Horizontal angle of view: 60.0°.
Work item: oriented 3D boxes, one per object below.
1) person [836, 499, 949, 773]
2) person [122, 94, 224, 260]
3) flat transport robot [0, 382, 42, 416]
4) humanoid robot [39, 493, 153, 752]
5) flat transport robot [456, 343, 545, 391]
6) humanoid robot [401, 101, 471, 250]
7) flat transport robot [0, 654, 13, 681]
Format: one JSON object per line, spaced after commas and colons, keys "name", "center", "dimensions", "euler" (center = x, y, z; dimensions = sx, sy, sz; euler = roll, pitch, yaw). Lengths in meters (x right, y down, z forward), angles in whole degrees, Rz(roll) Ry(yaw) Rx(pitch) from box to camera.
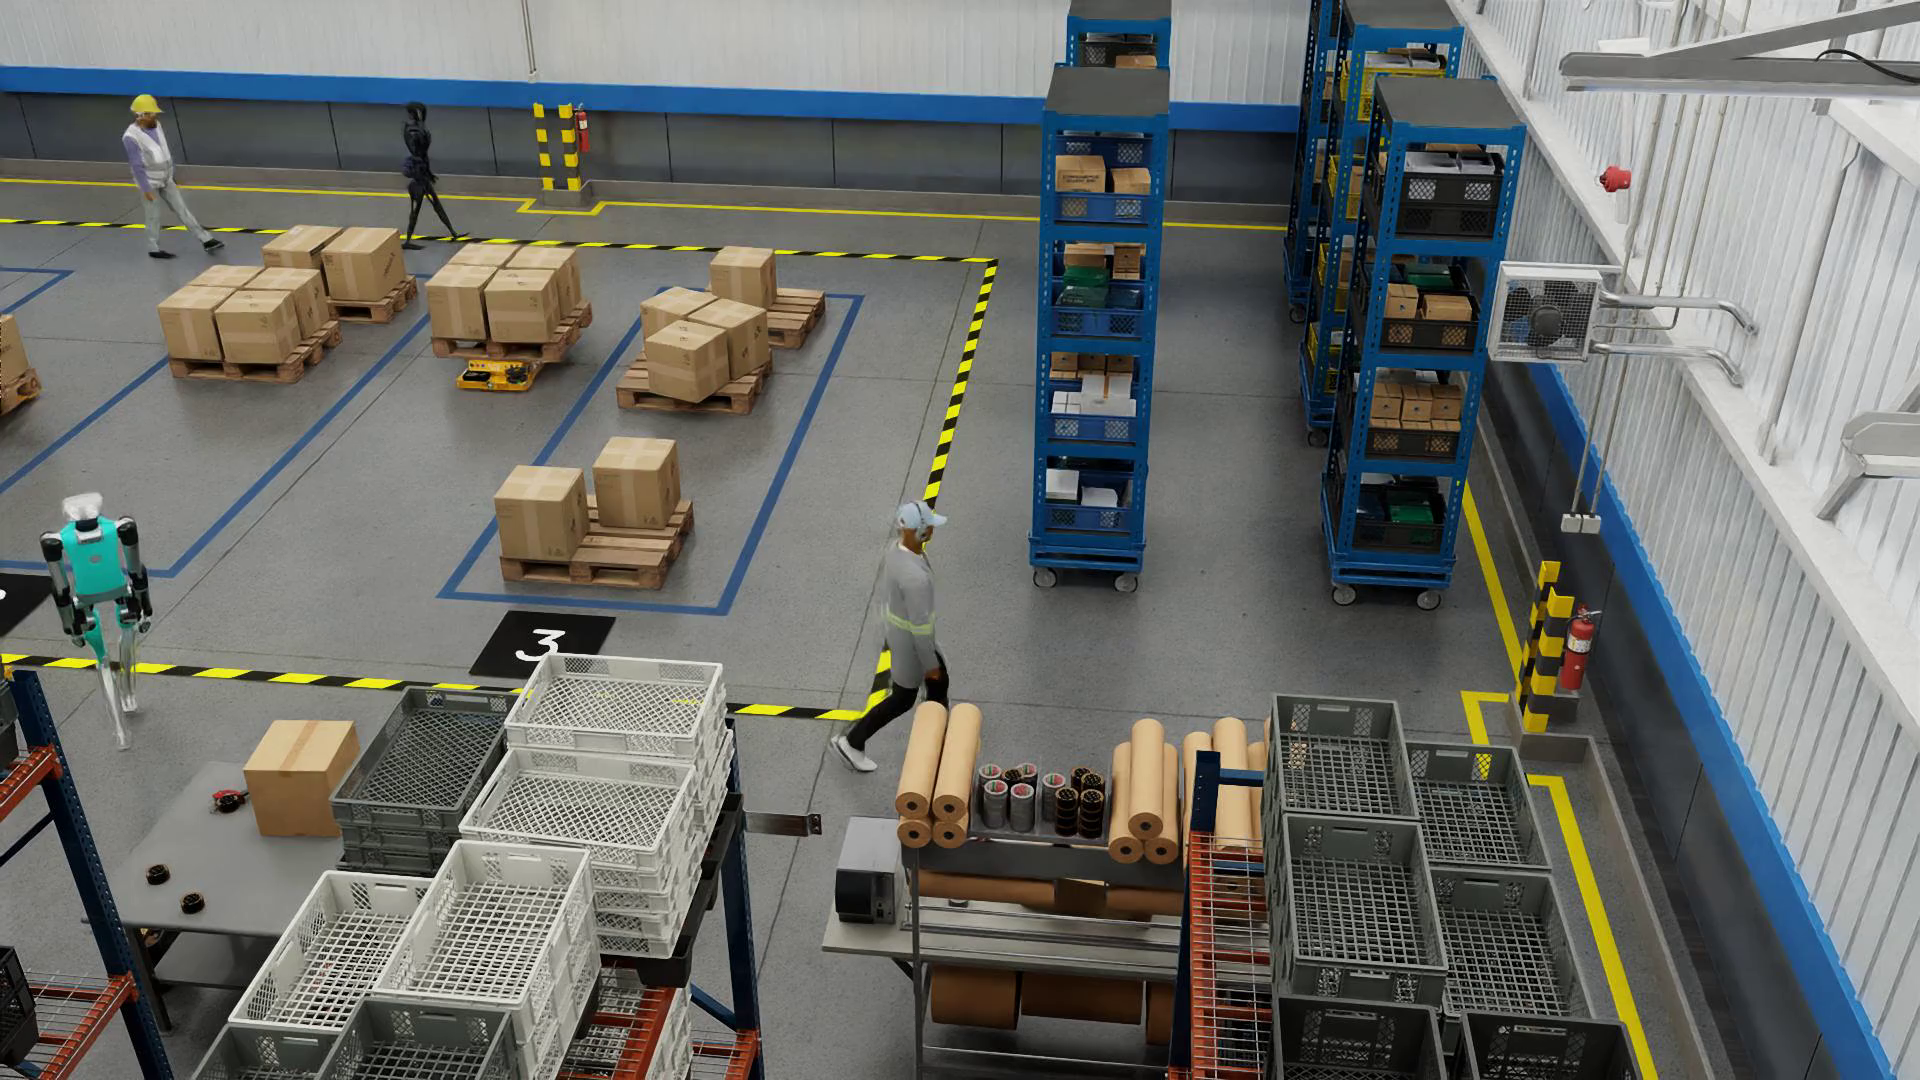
{"name": "person", "center": [-0.334, 0.601, 10.125], "dimensions": [0.884, 1.816, 0.629], "euler": [-3, 30, -4]}
{"name": "person", "center": [-8.481, -3.855, 17.796], "dimensions": [0.718, 1.795, 0.604], "euler": [6, 31, 10]}
{"name": "flat transport robot", "center": [-8.784, -1.119, 14.568], "dimensions": [0.652, 0.197, 1.431], "euler": [3, 30, 6]}
{"name": "humanoid robot", "center": [-5.397, 0.411, 10.512], "dimensions": [0.557, 1.770, 0.819], "euler": [-17, 34, -27]}
{"name": "flat transport robot", "center": [-4.203, -1.804, 15.744], "dimensions": [0.652, 0.197, 1.431], "euler": [3, 30, 6]}
{"name": "humanoid robot", "center": [-5.844, -3.970, 18.126], "dimensions": [0.759, 1.619, 0.610], "euler": [-2, 30, -4]}
{"name": "flat transport robot", "center": [-7.142, 0.969, 11.010], "dimensions": [1.431, 0.231, 0.659], "euler": [3, 30, 6]}
